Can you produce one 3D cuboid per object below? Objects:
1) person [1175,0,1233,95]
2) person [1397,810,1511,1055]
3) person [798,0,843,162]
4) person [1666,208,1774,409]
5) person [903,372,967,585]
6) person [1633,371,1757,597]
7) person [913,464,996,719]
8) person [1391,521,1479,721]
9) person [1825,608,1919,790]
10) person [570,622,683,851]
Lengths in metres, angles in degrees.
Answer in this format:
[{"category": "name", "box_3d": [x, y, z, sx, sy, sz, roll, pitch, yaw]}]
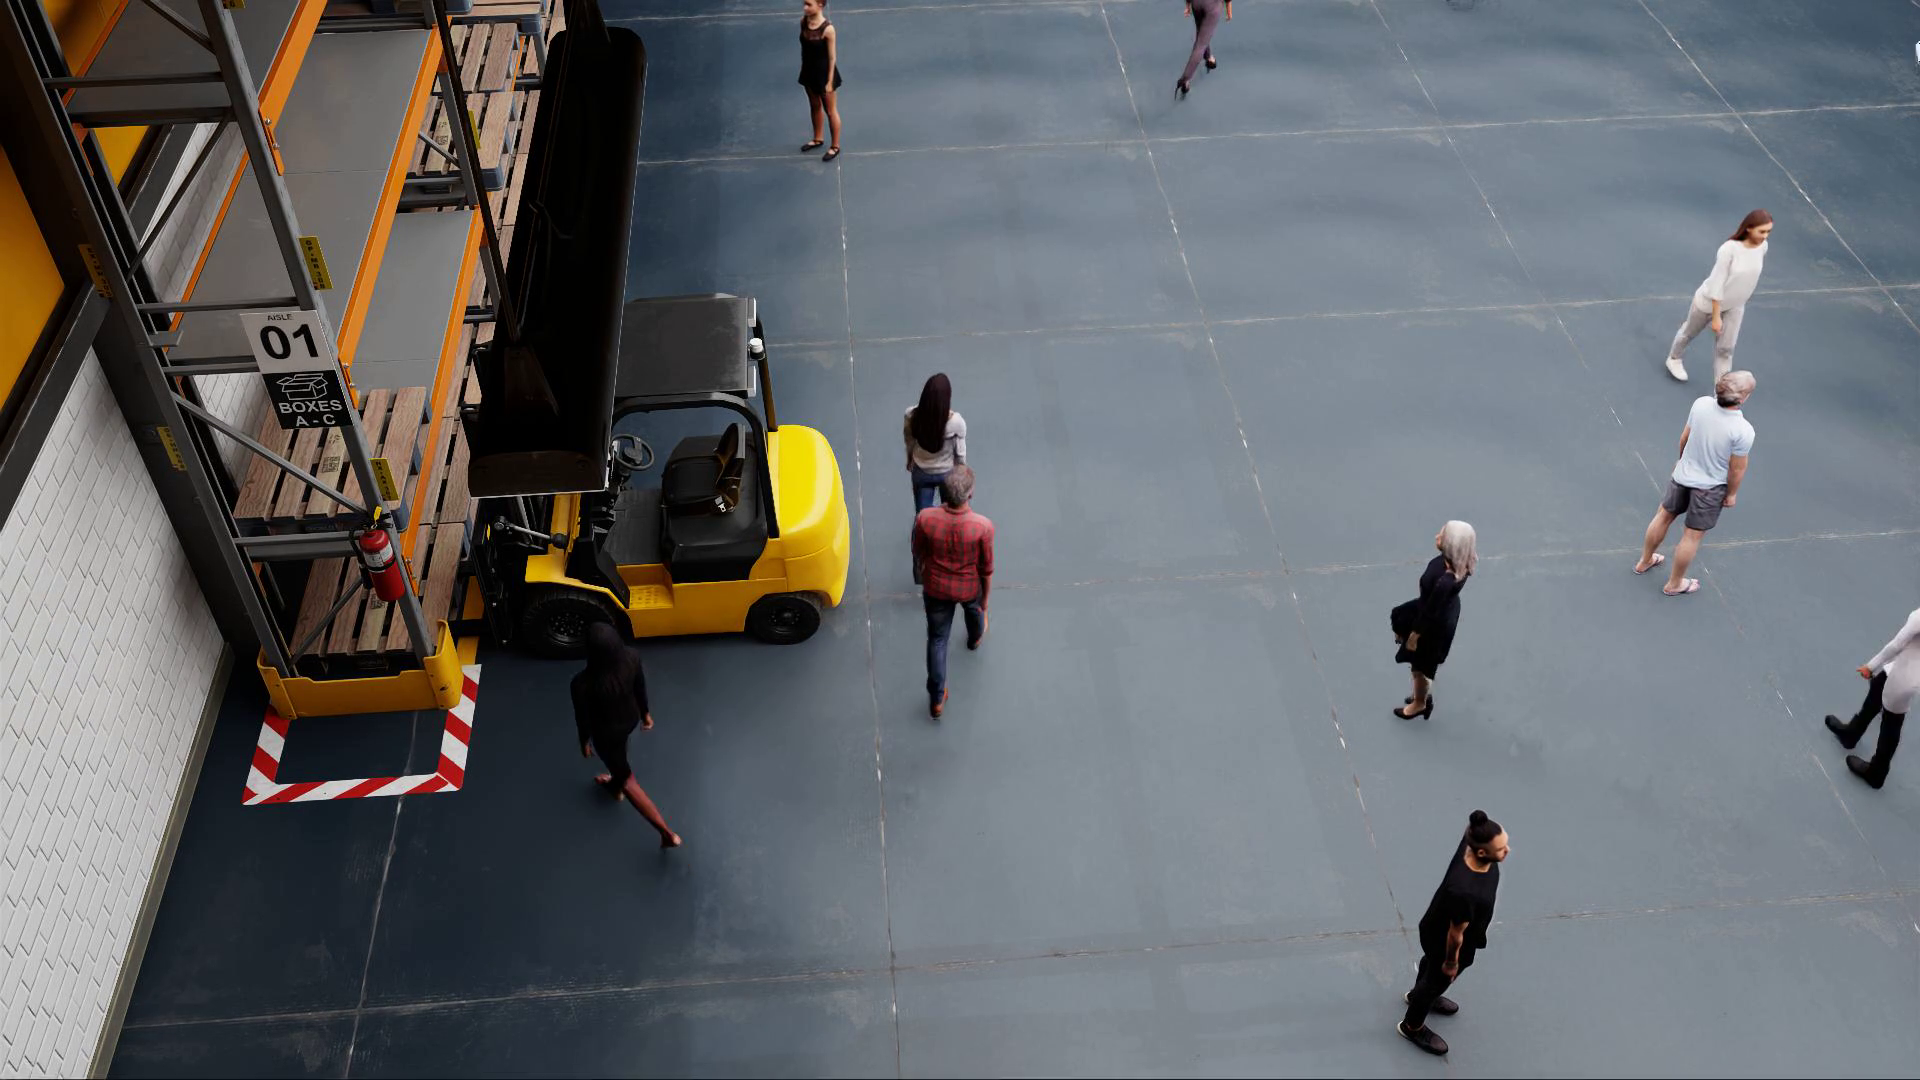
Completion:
[{"category": "person", "box_3d": [2.379, -5.155, 16.361, 1.013, 1.621, 1.102, 27, 50, 25]}, {"category": "person", "box_3d": [2.585, 2.004, 8.670, 0.829, 1.864, 0.701, 17, 46, 17]}, {"category": "person", "box_3d": [-1.303, -4.354, 15.482, 0.673, 1.672, 0.738, 32, 52, 29]}, {"category": "person", "box_3d": [5.843, -1.888, 12.912, 0.706, 1.647, 1.073, -9, 44, -9]}, {"category": "person", "box_3d": [-0.195, -0.389, 11.376, 0.768, 1.595, 1.100, 6, 44, 6]}, {"category": "person", "box_3d": [4.979, -0.397, 11.214, 0.790, 1.832, 0.659, -23, 48, -22]}, {"category": "person", "box_3d": [-0.068, 0.343, 10.469, 0.926, 1.787, 1.276, 8, 44, 8]}, {"category": "person", "box_3d": [3.004, 0.549, 10.290, 0.806, 1.735, 0.740, 19, 47, 19]}, {"category": "person", "box_3d": [5.738, 0.865, 9.919, 0.780, 1.790, 0.889, -17, 46, -17]}, {"category": "person", "box_3d": [-1.956, 1.151, 9.691, 1.179, 1.690, 1.094, 32, 52, 29]}]
